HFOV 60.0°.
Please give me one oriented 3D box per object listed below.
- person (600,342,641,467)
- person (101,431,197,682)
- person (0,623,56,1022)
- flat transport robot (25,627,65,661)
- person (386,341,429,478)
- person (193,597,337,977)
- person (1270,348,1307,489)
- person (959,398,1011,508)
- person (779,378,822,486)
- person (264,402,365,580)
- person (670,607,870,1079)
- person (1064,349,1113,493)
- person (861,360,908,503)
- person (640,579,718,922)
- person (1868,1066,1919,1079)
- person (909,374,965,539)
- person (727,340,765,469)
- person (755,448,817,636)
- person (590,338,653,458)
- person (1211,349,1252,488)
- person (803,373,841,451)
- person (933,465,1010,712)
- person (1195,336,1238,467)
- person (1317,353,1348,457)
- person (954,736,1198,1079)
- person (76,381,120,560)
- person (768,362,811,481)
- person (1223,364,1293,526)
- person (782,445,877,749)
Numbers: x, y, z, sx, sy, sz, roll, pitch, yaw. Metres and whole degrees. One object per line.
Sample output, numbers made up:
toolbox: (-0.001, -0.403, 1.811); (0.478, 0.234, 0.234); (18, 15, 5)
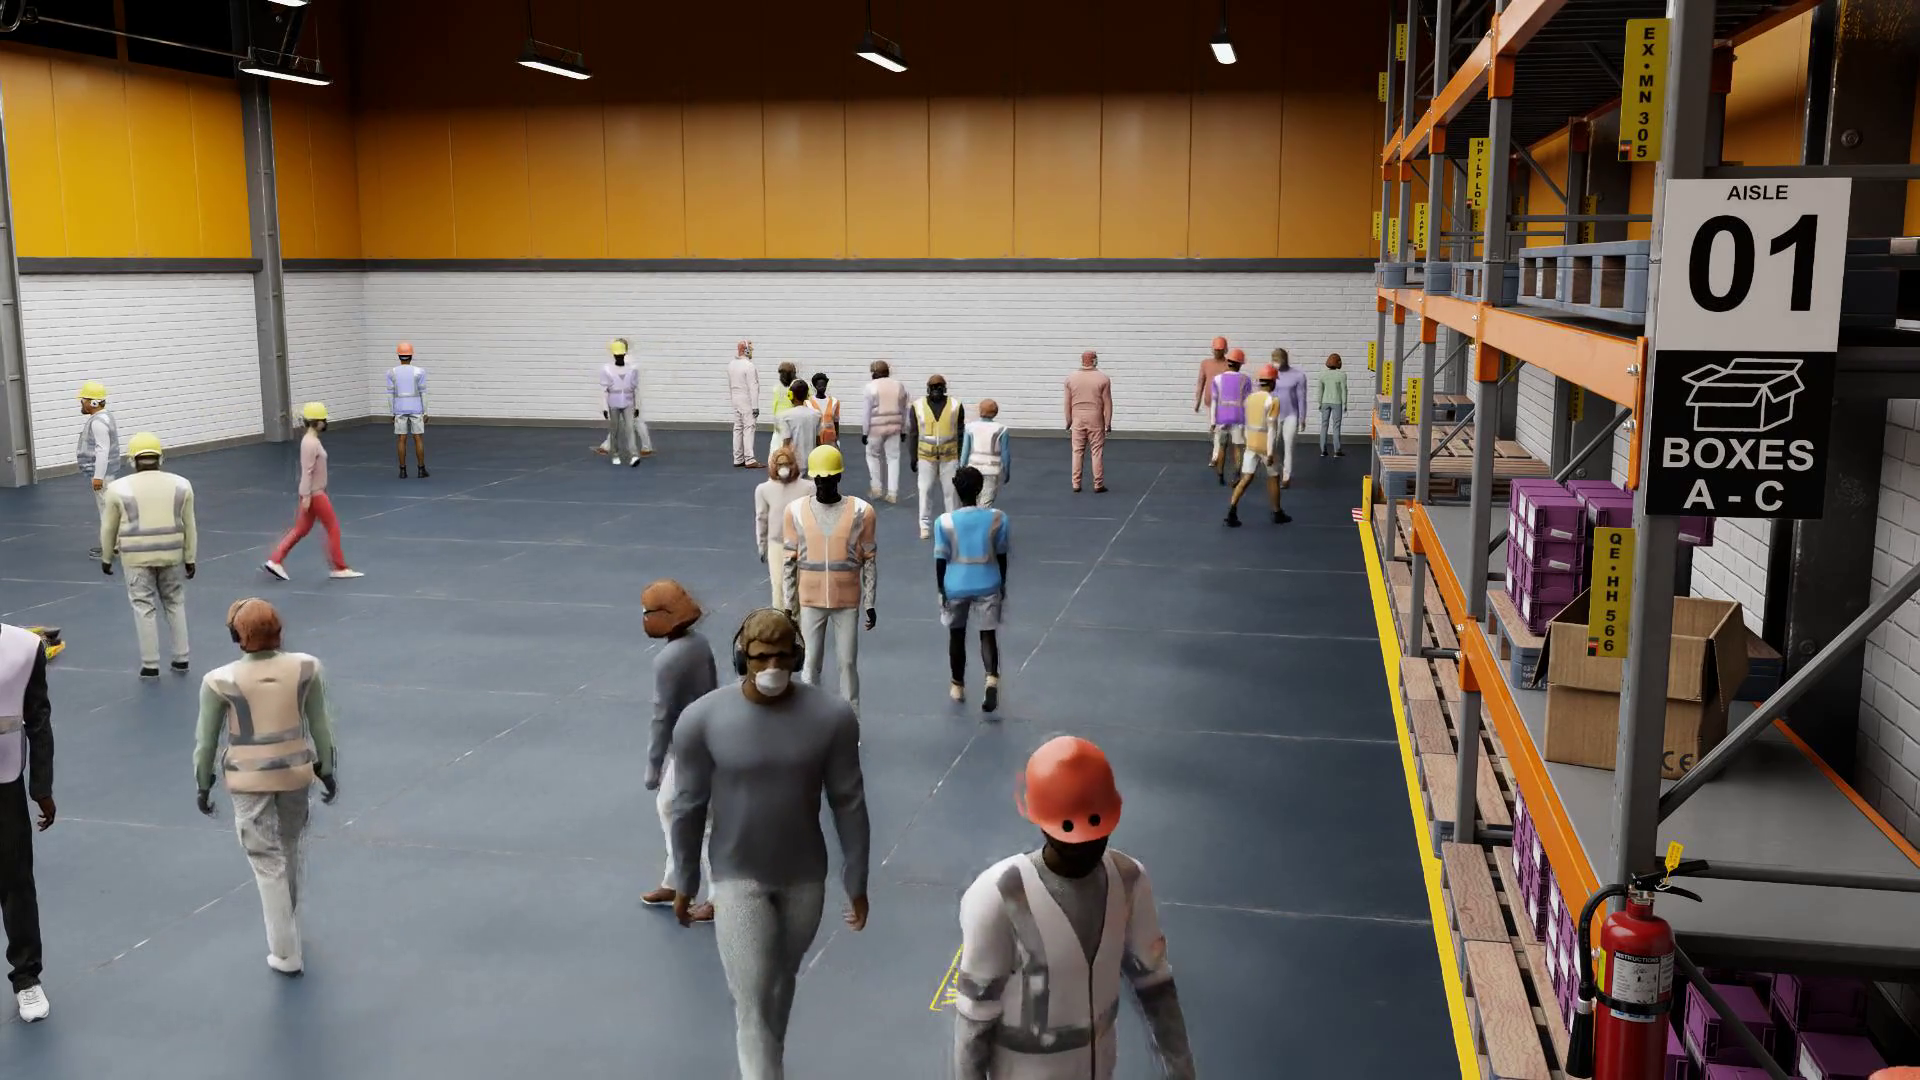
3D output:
person: (-5.074, -2.026, 24.936); (0.595, 1.865, 1.009); (-4, 10, -23)
person: (-5.899, 0.120, 12.131); (0.610, 1.822, 0.442); (-8, 13, -41)
person: (-3.924, 0.990, 6.618); (0.590, 1.919, 0.391); (-4, 10, -25)
flat transport robot: (-7.611, 0.834, 12.508); (1.431, 0.197, 0.652); (-2, 10, -13)
person: (-7.820, -1.839, 23.589); (0.547, 1.942, 0.350); (-2, 10, -10)
person: (-3.050, 1.037, 7.230); (0.547, 1.606, 0.750); (-9, 13, -42)
person: (4.423, -1.668, 22.656); (0.650, 1.913, 0.610); (4, 10, 25)
person: (0.298, -0.710, 17.793); (0.519, 1.613, 0.700); (4, 10, 25)
person: (-1.646, -0.728, 17.116); (0.516, 1.871, 0.325); (-7, 12, -37)
person: (-6.262, -0.460, 15.948); (0.868, 1.731, 0.525); (-4, 10, -21)
person: (-0.611, 1.170, 5.603); (0.656, 1.887, 1.022); (-3, 10, -19)
person: (1.716, -1.579, 22.138); (0.648, 1.904, 0.401); (3, 10, 18)
person: (-0.994, -1.392, 21.288); (0.679, 1.807, 0.679); (-4, 10, -25)
person: (-1.323, 0.972, 7.635); (0.636, 1.605, 0.518); (2, 10, 9)
person: (1.298, 1.681, 2.158); (0.611, 2.011, 0.721); (-9, 13, -43)
person: (-0.250, -0.920, 18.395); (0.630, 1.834, 0.432); (0, 9, -1)
person: (-3.179, -2.017, 24.770); (0.409, 1.907, 0.650); (-8, 12, -40)
person: (-1.377, 0.046, 13.300); (0.502, 1.592, 0.839); (-2, 10, -10)
person: (-5.272, -2.194, 25.896); (1.026, 1.883, 0.649); (-3, 10, -17)
person: (3.687, -1.639, 22.620); (0.547, 1.903, 0.695); (3, 10, 19)
person: (-1.734, -1.230, 20.657); (0.533, 1.697, 0.322); (-4, 10, -22)
person: (0.089, 0.334, 11.292); (0.536, 1.674, 0.708); (-1, 9, -6)
person: (3.924, -2.117, 25.243); (0.613, 1.959, 0.960); (5, 11, 29)
person: (5.884, -2.130, 26.269); (0.498, 1.634, 0.281); (8, 12, 38)
person: (0.263, 1.394, 4.235); (0.613, 1.891, 0.794); (-9, 13, -43)
person: (-8.887, -0.721, 17.173); (0.403, 1.837, 0.590); (-4, 10, -24)
person: (-2.199, -1.313, 20.814); (0.648, 1.810, 0.771); (7, 12, 36)
person: (3.452, -1.092, 19.273); (0.995, 1.896, 0.564); (-7, 12, -36)
person: (-0.814, 0.363, 10.365); (0.595, 1.925, 0.374); (0, 9, 2)
